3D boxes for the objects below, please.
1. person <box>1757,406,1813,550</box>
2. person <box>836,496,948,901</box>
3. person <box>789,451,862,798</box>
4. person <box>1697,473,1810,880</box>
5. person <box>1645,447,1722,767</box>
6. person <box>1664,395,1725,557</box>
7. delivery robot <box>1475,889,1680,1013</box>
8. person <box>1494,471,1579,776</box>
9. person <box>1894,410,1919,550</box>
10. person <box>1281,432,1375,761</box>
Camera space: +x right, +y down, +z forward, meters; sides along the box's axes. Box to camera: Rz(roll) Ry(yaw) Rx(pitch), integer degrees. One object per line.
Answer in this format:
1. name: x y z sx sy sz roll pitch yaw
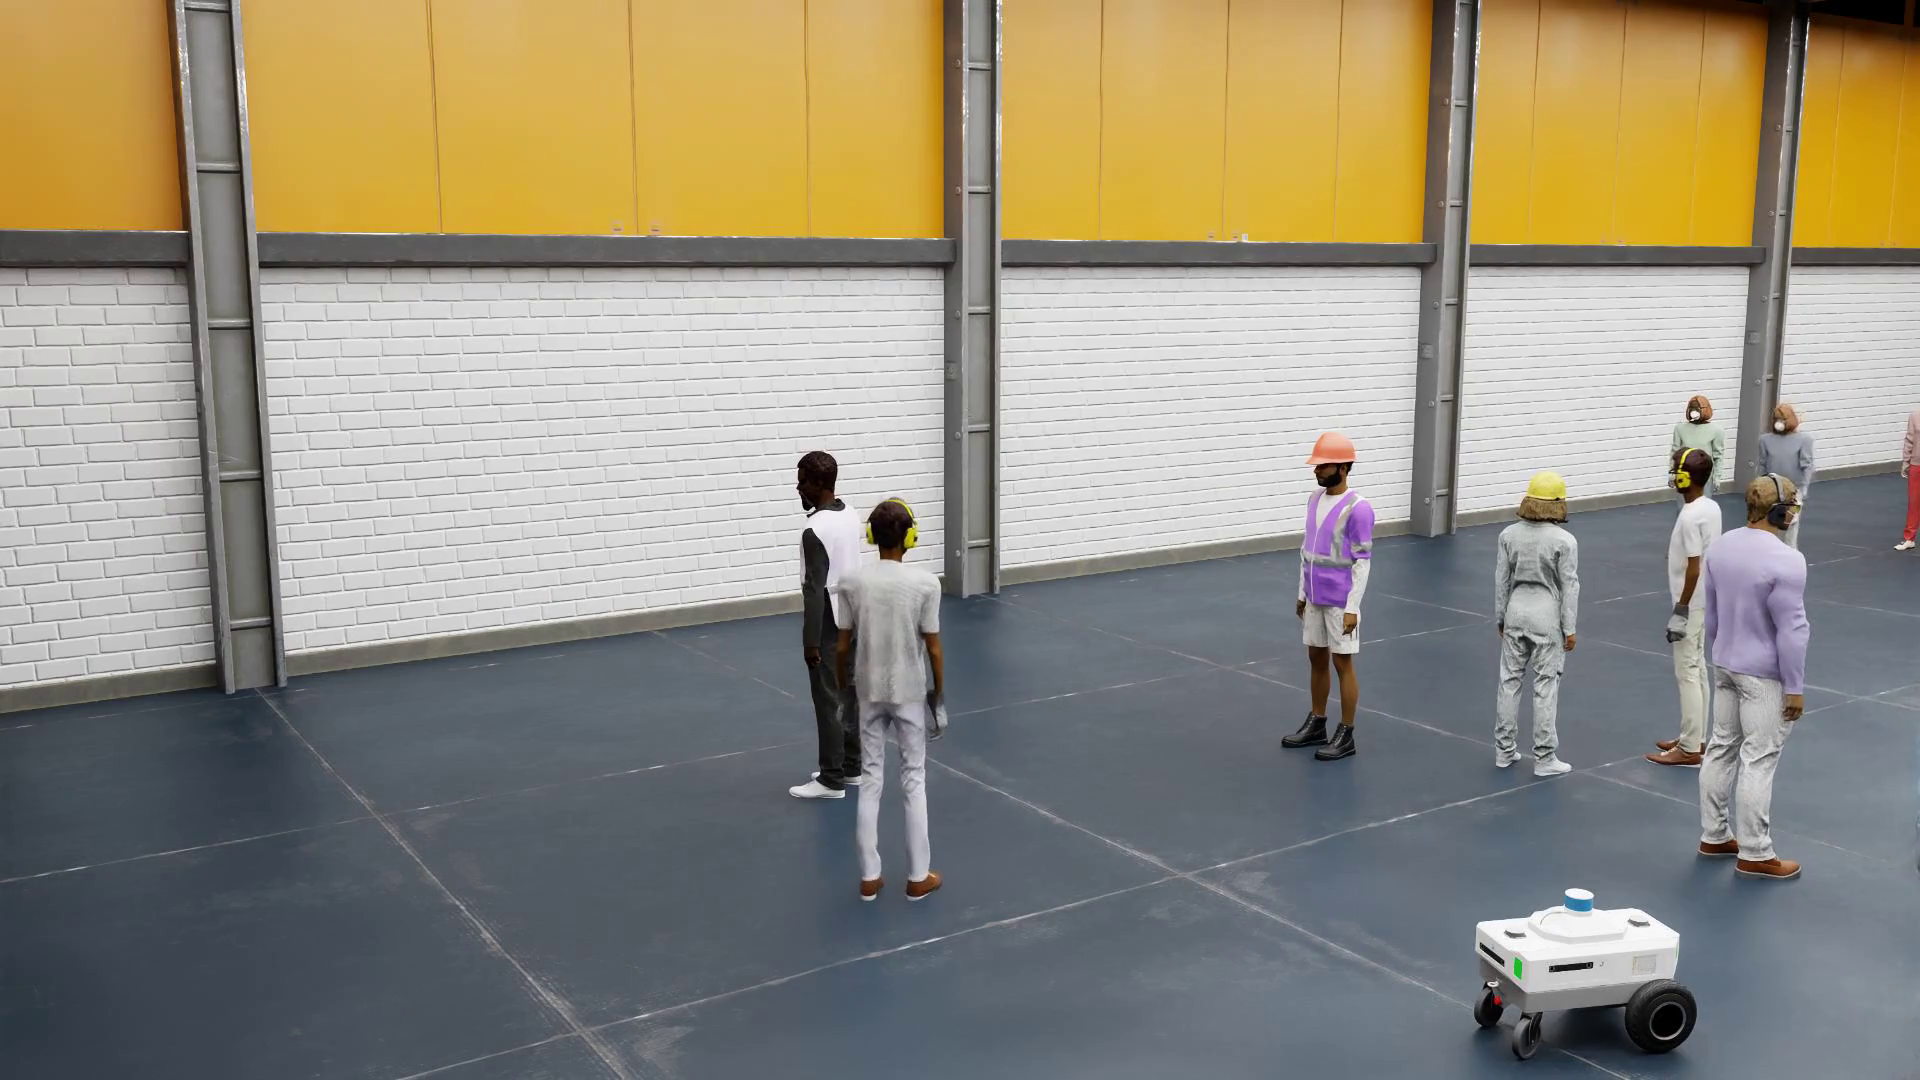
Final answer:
1. person: 7.785 -0.477 15.756 0.515 1.579 0.879 7 12 37
2. person: -0.312 0.731 7.633 0.531 1.867 0.320 2 10 12
3. person: -0.706 0.465 9.109 0.397 1.911 0.587 3 10 17
4. person: 3.801 0.642 7.949 0.372 1.940 0.631 -2 10 -12
5. person: 4.230 0.392 9.677 0.327 1.865 0.514 7 12 36
6. person: 7.258 -0.614 16.430 0.508 1.632 0.264 9 13 42
7. delivery robot: 2.322 1.563 6.278 0.707 0.478 0.477 -2 10 -12
8. person: 3.318 0.472 9.560 0.319 1.742 0.492 -8 13 -41
9. person: 9.802 -0.745 16.822 0.315 1.769 0.525 -8 12 -39
10. person: 2.182 0.328 9.840 0.354 1.938 0.545 -5 11 -27
